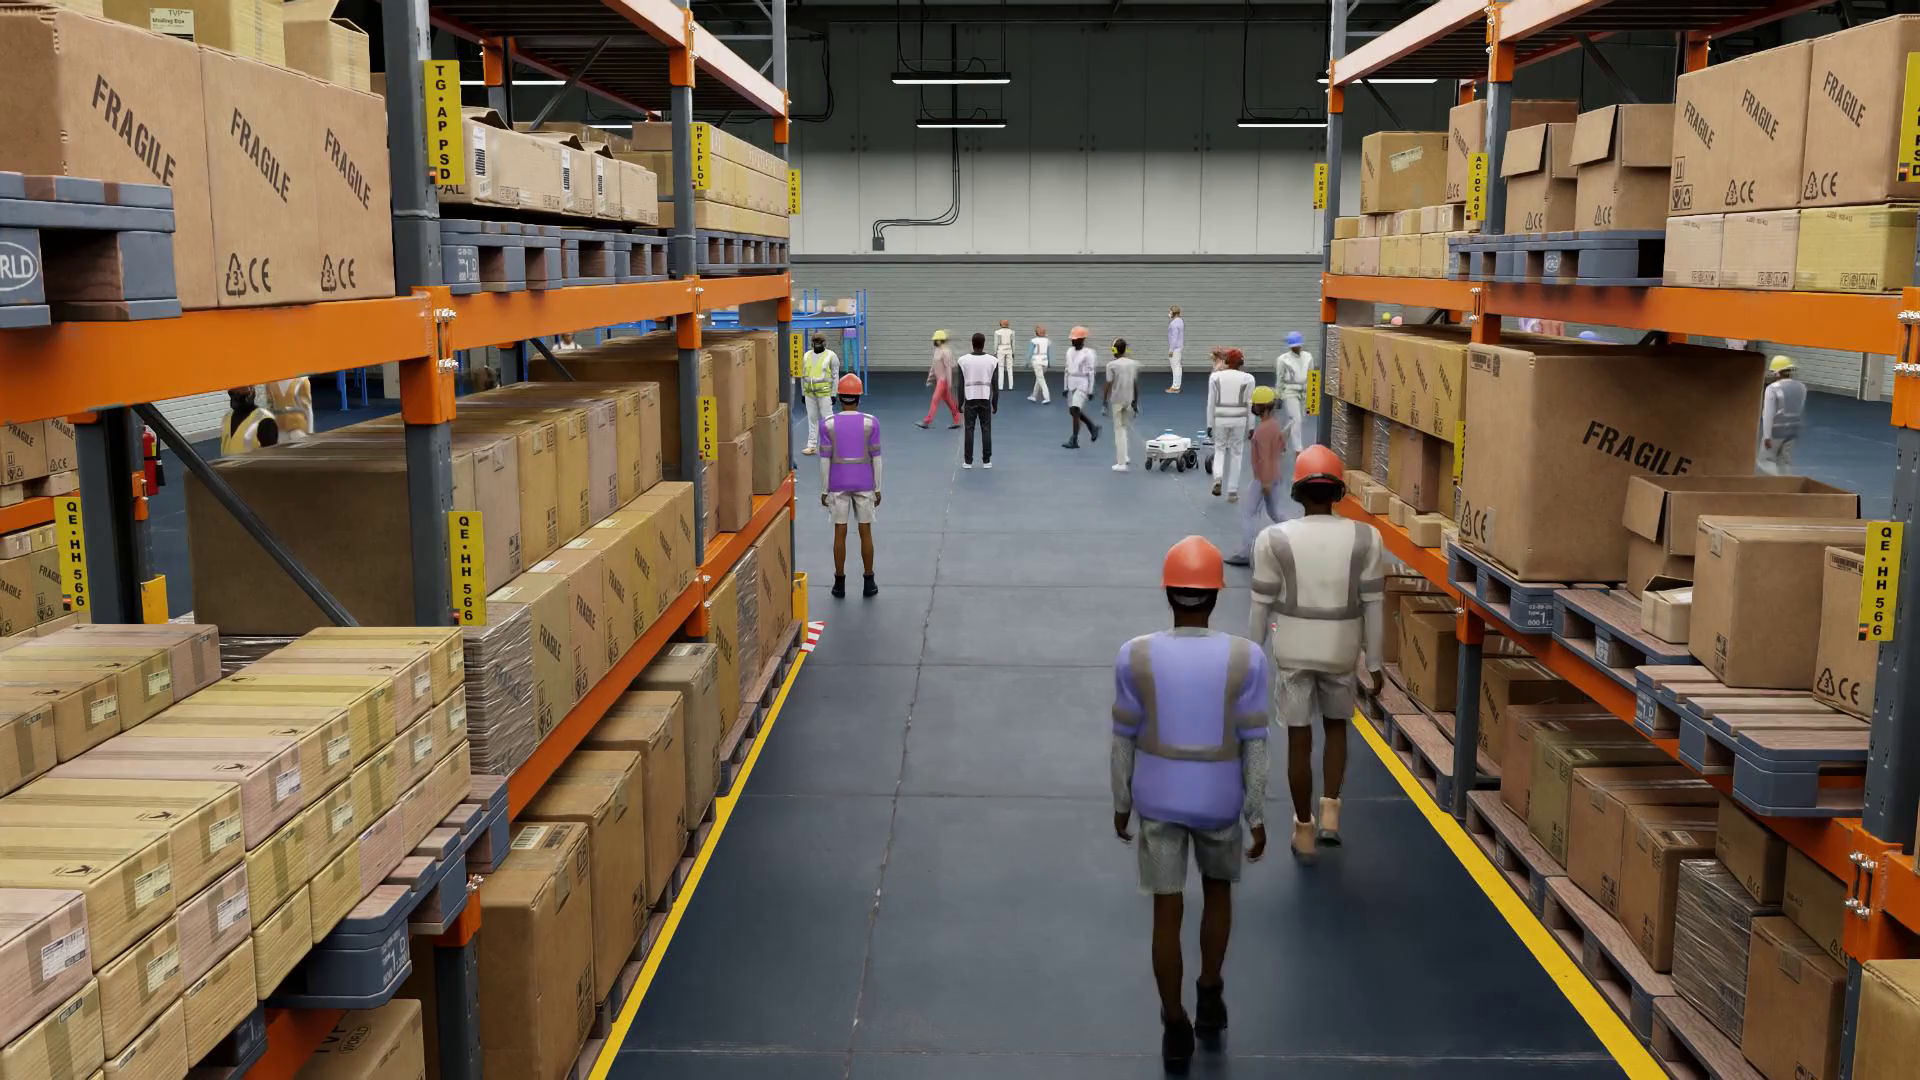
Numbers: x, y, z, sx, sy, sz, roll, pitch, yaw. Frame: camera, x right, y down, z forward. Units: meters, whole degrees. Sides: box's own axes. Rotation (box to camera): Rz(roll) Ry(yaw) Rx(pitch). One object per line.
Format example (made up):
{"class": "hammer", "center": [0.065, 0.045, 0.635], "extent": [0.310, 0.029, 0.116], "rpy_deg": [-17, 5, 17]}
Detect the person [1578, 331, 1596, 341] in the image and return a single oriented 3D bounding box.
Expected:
{"class": "person", "center": [9.003, -2.024, 23.822], "extent": [0.499, 1.925, 0.608], "rpy_deg": [9, 13, 43]}

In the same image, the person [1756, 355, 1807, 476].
{"class": "person", "center": [9.704, -1.273, 19.652], "extent": [0.588, 1.810, 0.467], "rpy_deg": [-3, 10, -16]}

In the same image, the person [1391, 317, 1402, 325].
{"class": "person", "center": [7.315, -2.756, 27.989], "extent": [0.608, 1.996, 0.381], "rpy_deg": [-2, 10, -11]}

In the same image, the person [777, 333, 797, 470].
{"class": "person", "center": [-2.533, -1.923, 23.240], "extent": [0.545, 1.905, 0.896], "rpy_deg": [-3, 10, -16]}

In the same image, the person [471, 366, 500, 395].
{"class": "person", "center": [-4.686, -0.729, 16.111], "extent": [0.866, 1.918, 0.644], "rpy_deg": [-9, 13, -43]}

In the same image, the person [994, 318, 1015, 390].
{"class": "person", "center": [1.011, -4.231, 37.895], "extent": [0.523, 1.636, 0.310], "rpy_deg": [-3, 10, -19]}

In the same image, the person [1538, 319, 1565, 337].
{"class": "person", "center": [13.833, -4.578, 38.906], "extent": [0.621, 1.994, 0.381], "rpy_deg": [6, 11, 33]}

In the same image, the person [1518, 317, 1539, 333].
{"class": "person", "center": [13.540, -4.678, 39.455], "extent": [0.772, 2.013, 0.621], "rpy_deg": [-7, 12, -38]}

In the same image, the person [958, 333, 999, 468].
{"class": "person", "center": [0.261, -1.973, 23.554], "extent": [0.585, 1.912, 0.375], "rpy_deg": [-1, 10, -6]}

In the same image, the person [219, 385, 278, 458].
{"class": "person", "center": [-6.552, -0.575, 15.428], "extent": [0.637, 1.826, 0.561], "rpy_deg": [5, 11, 27]}

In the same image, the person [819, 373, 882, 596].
{"class": "person", "center": [-0.952, -0.480, 14.525], "extent": [0.543, 1.939, 0.360], "rpy_deg": [0, 9, -3]}

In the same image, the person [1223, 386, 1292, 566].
{"class": "person", "center": [2.973, -0.606, 15.873], "extent": [0.804, 1.739, 0.521], "rpy_deg": [5, 10, 25]}

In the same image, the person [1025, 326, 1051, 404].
{"class": "person", "center": [1.642, -3.621, 34.381], "extent": [0.517, 1.594, 0.877], "rpy_deg": [-8, 12, -39]}

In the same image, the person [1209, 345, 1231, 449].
{"class": "person", "center": [4.019, -2.205, 25.806], "extent": [0.448, 1.617, 0.530], "rpy_deg": [1, 10, 6]}

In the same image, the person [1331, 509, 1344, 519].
{"class": "person", "center": [3.931, -0.705, 16.780], "extent": [0.498, 1.634, 0.281], "rpy_deg": [-7, 12, -37]}

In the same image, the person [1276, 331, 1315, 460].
{"class": "person", "center": [4.929, -2.160, 24.715], "extent": [0.654, 1.904, 0.833], "rpy_deg": [-5, 11, -27]}

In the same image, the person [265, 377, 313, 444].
{"class": "person", "center": [-7.986, -1.368, 19.925], "extent": [0.551, 1.921, 0.654], "rpy_deg": [1, 9, 3]}

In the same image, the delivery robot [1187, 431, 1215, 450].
{"class": "delivery robot", "center": [3.384, -1.408, 23.290], "extent": [0.335, 0.223, 0.698], "rpy_deg": [5, 11, 26]}

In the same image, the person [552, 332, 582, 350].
{"class": "person", "center": [-6.721, -2.746, 28.575], "extent": [0.526, 1.827, 0.844], "rpy_deg": [-5, 11, -26]}

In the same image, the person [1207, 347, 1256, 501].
{"class": "person", "center": [3.321, -1.416, 20.345], "extent": [0.592, 1.870, 0.438], "rpy_deg": [3, 10, 18]}

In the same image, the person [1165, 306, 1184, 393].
{"class": "person", "center": [4.803, -4.262, 37.181], "extent": [0.372, 1.940, 0.630], "rpy_deg": [3, 10, 19]}

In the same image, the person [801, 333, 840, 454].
{"class": "person", "center": [-2.141, -2.208, 25.168], "extent": [0.633, 1.842, 0.429], "rpy_deg": [4, 10, 25]}

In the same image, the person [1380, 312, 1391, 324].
{"class": "person", "center": [10.072, -4.533, 39.415], "extent": [0.499, 1.727, 0.527], "rpy_deg": [5, 11, 28]}

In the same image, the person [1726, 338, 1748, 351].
{"class": "person", "center": [18.964, -4.809, 40.550], "extent": [0.406, 1.911, 0.639], "rpy_deg": [-3, 10, -20]}

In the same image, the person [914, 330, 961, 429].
{"class": "person", "center": [-0.372, -2.784, 28.997], "extent": [0.916, 1.720, 0.530], "rpy_deg": [-3, 10, -16]}

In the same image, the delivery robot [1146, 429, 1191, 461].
{"class": "delivery robot", "center": [2.954, -1.323, 23.557], "extent": [0.477, 0.478, 0.707], "rpy_deg": [9, 13, 42]}

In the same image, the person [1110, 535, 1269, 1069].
{"class": "person", "center": [0.842, 0.929, 6.131], "extent": [0.570, 1.919, 0.649], "rpy_deg": [1, 10, 9]}

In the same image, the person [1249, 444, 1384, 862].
{"class": "person", "center": [1.721, 0.550, 8.082], "extent": [0.644, 2.028, 0.421], "rpy_deg": [1, 10, 4]}

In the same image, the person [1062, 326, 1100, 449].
{"class": "person", "center": [1.925, -2.425, 26.263], "extent": [0.768, 1.914, 0.555], "rpy_deg": [-7, 12, -37]}

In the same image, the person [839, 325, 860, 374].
{"class": "person", "center": [-2.887, -5.277, 43.538], "extent": [0.575, 1.843, 0.375], "rpy_deg": [-4, 10, -21]}

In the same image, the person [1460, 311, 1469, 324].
{"class": "person", "center": [12.392, -4.864, 40.966], "extent": [0.815, 1.876, 0.692], "rpy_deg": [-4, 10, -22]}

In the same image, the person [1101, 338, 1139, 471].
{"class": "person", "center": [2.227, -1.897, 23.280], "extent": [0.567, 1.847, 0.467], "rpy_deg": [-5, 11, -29]}
